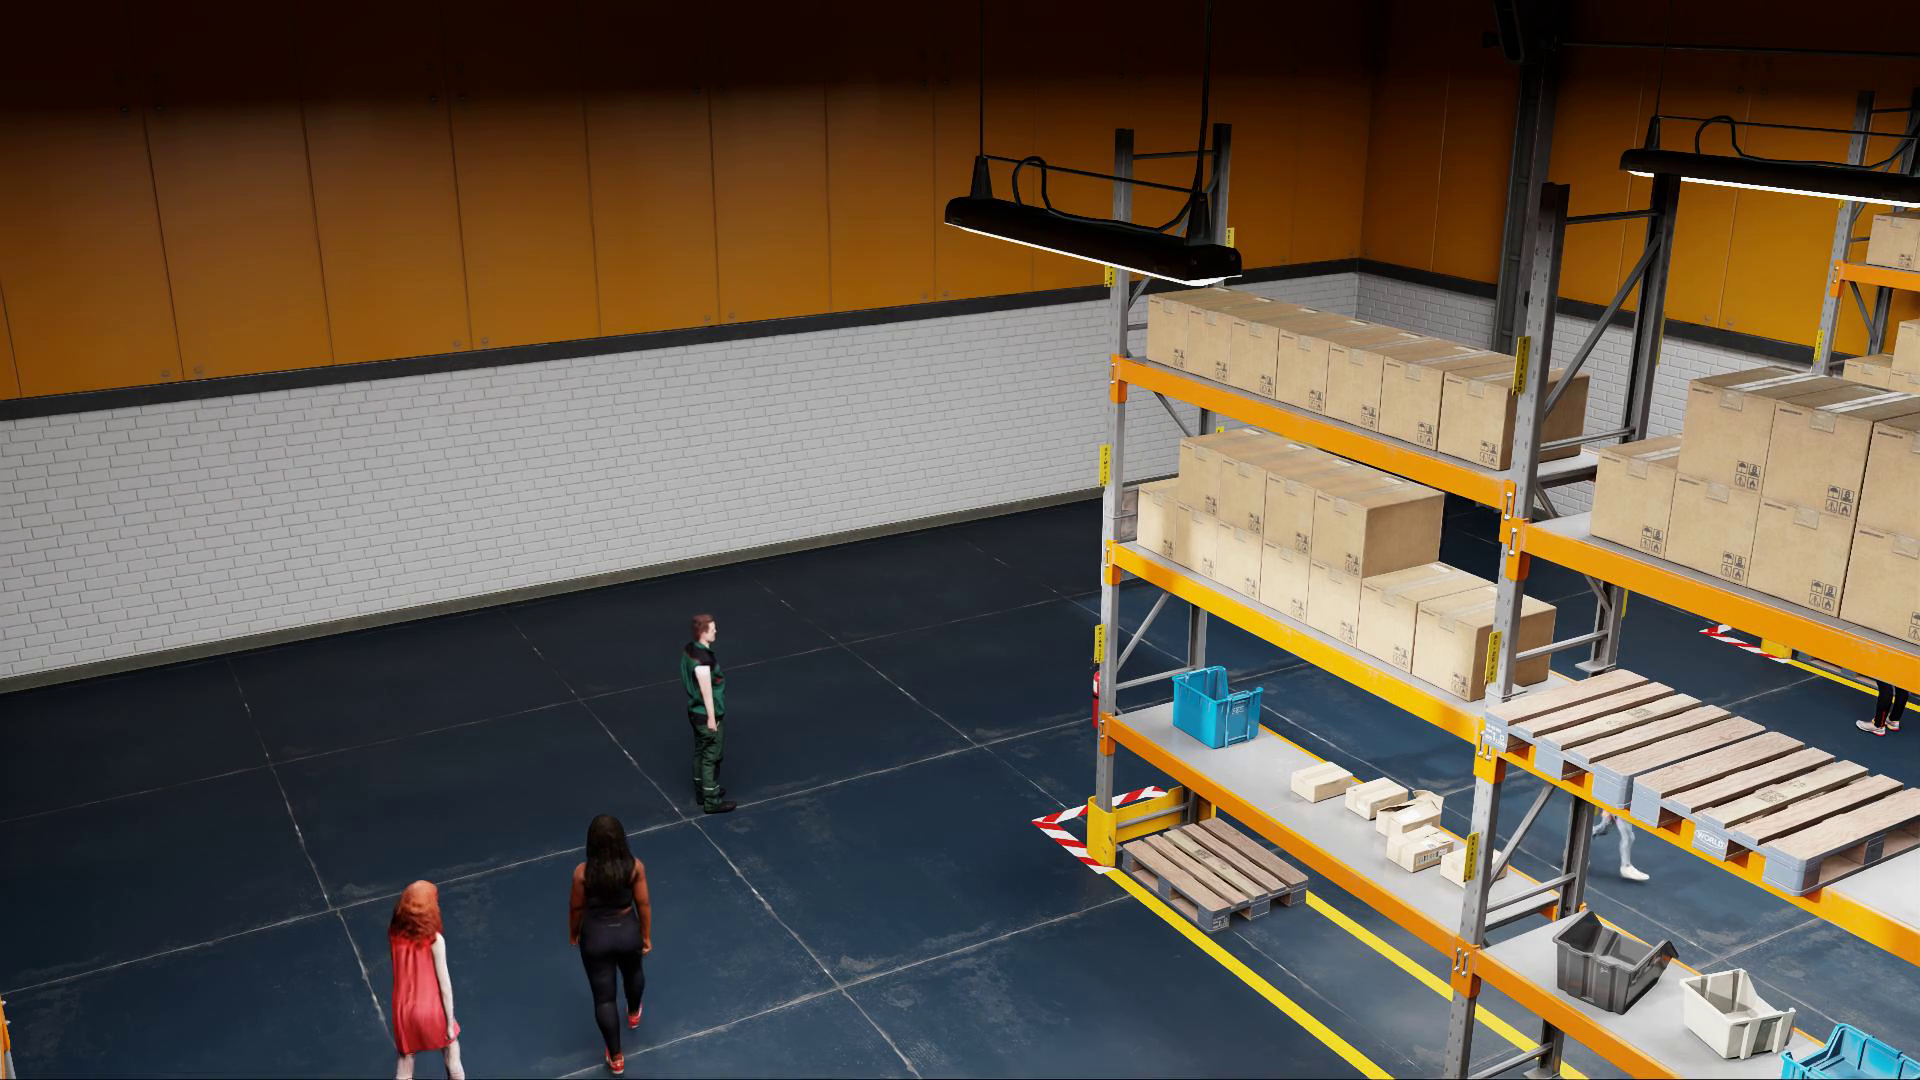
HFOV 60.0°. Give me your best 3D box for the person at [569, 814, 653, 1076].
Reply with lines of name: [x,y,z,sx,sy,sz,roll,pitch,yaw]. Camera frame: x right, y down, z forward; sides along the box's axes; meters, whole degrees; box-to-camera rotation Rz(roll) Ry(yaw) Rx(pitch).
person: [-2.324,2.731,11.130,0.796,1.786,1.036,-7,20,-20]

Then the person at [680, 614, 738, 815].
person: [-2.237,1.515,14.659,0.691,1.839,0.518,-10,21,-27]

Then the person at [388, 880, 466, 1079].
person: [-3.388,2.994,10.317,0.865,1.807,0.931,3,19,8]
